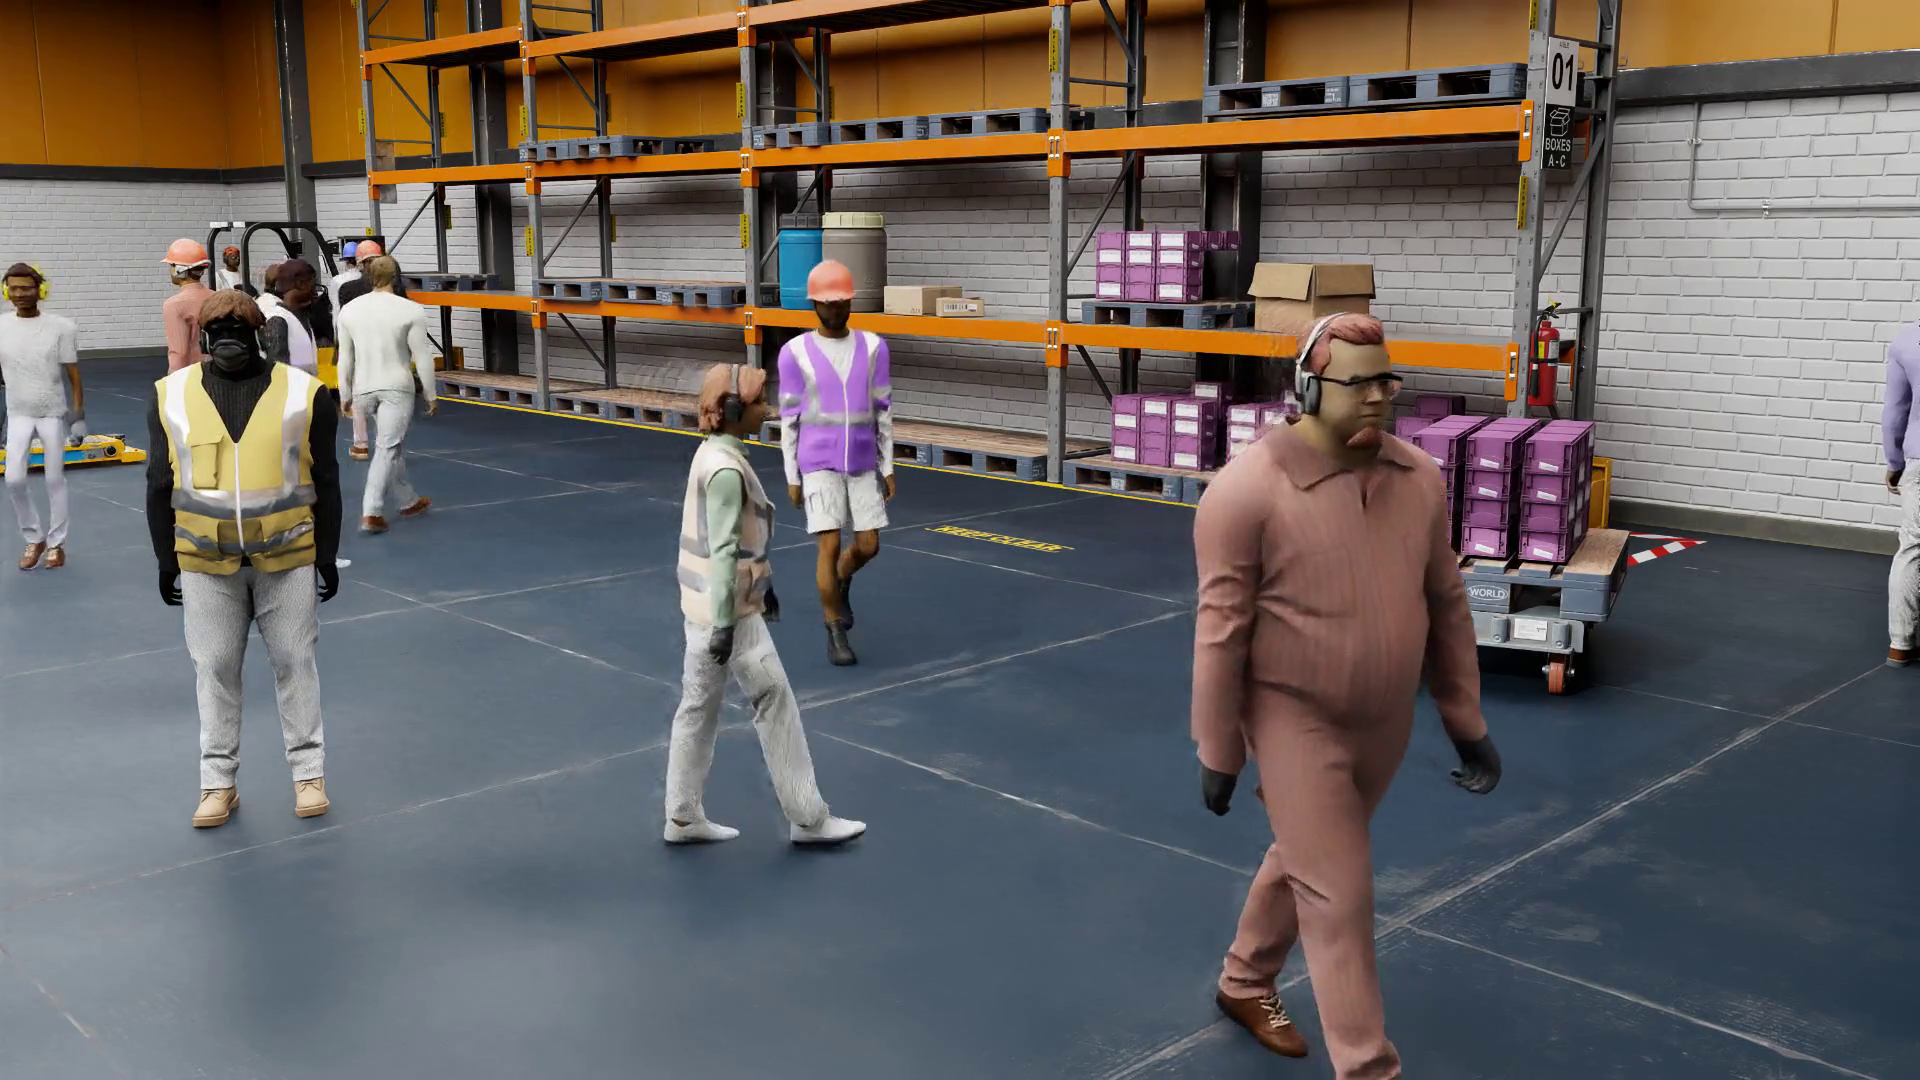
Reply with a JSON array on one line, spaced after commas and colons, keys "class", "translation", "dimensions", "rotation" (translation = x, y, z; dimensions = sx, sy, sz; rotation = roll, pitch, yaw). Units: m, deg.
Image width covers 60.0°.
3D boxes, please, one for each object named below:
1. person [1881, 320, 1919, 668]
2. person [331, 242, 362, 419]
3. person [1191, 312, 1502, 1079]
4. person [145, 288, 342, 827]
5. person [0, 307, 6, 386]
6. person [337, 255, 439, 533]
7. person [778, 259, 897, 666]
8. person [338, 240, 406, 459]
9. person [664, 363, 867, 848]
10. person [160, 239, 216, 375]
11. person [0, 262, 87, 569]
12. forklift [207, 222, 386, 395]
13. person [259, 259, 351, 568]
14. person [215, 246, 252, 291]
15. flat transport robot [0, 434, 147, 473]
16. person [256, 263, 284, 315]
[{"class": "person", "translation": [4.572, -0.339, 7.671], "dimensions": [0.374, 1.939, 0.629], "rotation": [-8, 13, -36]}, {"class": "person", "translation": [-6.650, -2.312, 18.401], "dimensions": [0.389, 1.946, 0.614], "rotation": [10, 14, 43]}, {"class": "person", "translation": [0.858, 0.417, 3.778], "dimensions": [0.655, 1.858, 0.991], "rotation": [-6, 12, -29]}, {"class": "person", "translation": [-2.454, 0.063, 5.745], "dimensions": [0.627, 1.844, 0.429], "rotation": [-3, 11, -18]}, {"class": "person", "translation": [-13.065, -2.977, 22.144], "dimensions": [0.801, 1.917, 0.643], "rotation": [-1, 10, -4]}, {"class": "person", "translation": [-3.957, -1.007, 11.483], "dimensions": [0.643, 1.899, 0.999], "rotation": [3, 11, 14]}, {"class": "person", "translation": [-0.597, -0.383, 7.973], "dimensions": [0.556, 1.914, 0.600], "rotation": [-4, 11, -20]}, {"class": "person", "translation": [-5.270, -1.681, 14.899], "dimensions": [0.660, 1.964, 0.857], "rotation": [-7, 13, -34]}, {"class": "person", "translation": [-0.656, 0.228, 5.468], "dimensions": [0.752, 1.608, 0.530], "rotation": [-3, 11, -15]}, {"class": "person", "translation": [-5.230, -1.055, 11.421], "dimensions": [0.387, 1.995, 0.620], "rotation": [2, 11, 10]}, {"class": "person", "translation": [-5.579, -0.731, 10.031], "dimensions": [0.548, 1.854, 0.495], "rotation": [-3, 11, -17]}, {"class": "forklift", "translation": [-8.169, -2.758, 20.163], "dimensions": [2.313, 2.155, 1.214], "rotation": [-10, 14, -44]}, {"class": "person", "translation": [-4.093, -0.747, 10.035], "dimensions": [0.629, 1.883, 0.631], "rotation": [-1, 10, -6]}, {"class": "person", "translation": [-9.485, -2.889, 21.761], "dimensions": [0.350, 1.878, 0.567], "rotation": [6, 12, 28]}, {"class": "flat transport robot", "translation": [-7.964, -0.758, 14.507], "dimensions": [1.431, 0.197, 0.652], "rotation": [-10, 14, -44]}, {"class": "person", "translation": [-4.972, -1.110, 12.225], "dimensions": [0.471, 1.819, 0.652], "rotation": [-6, 12, -31]}]
